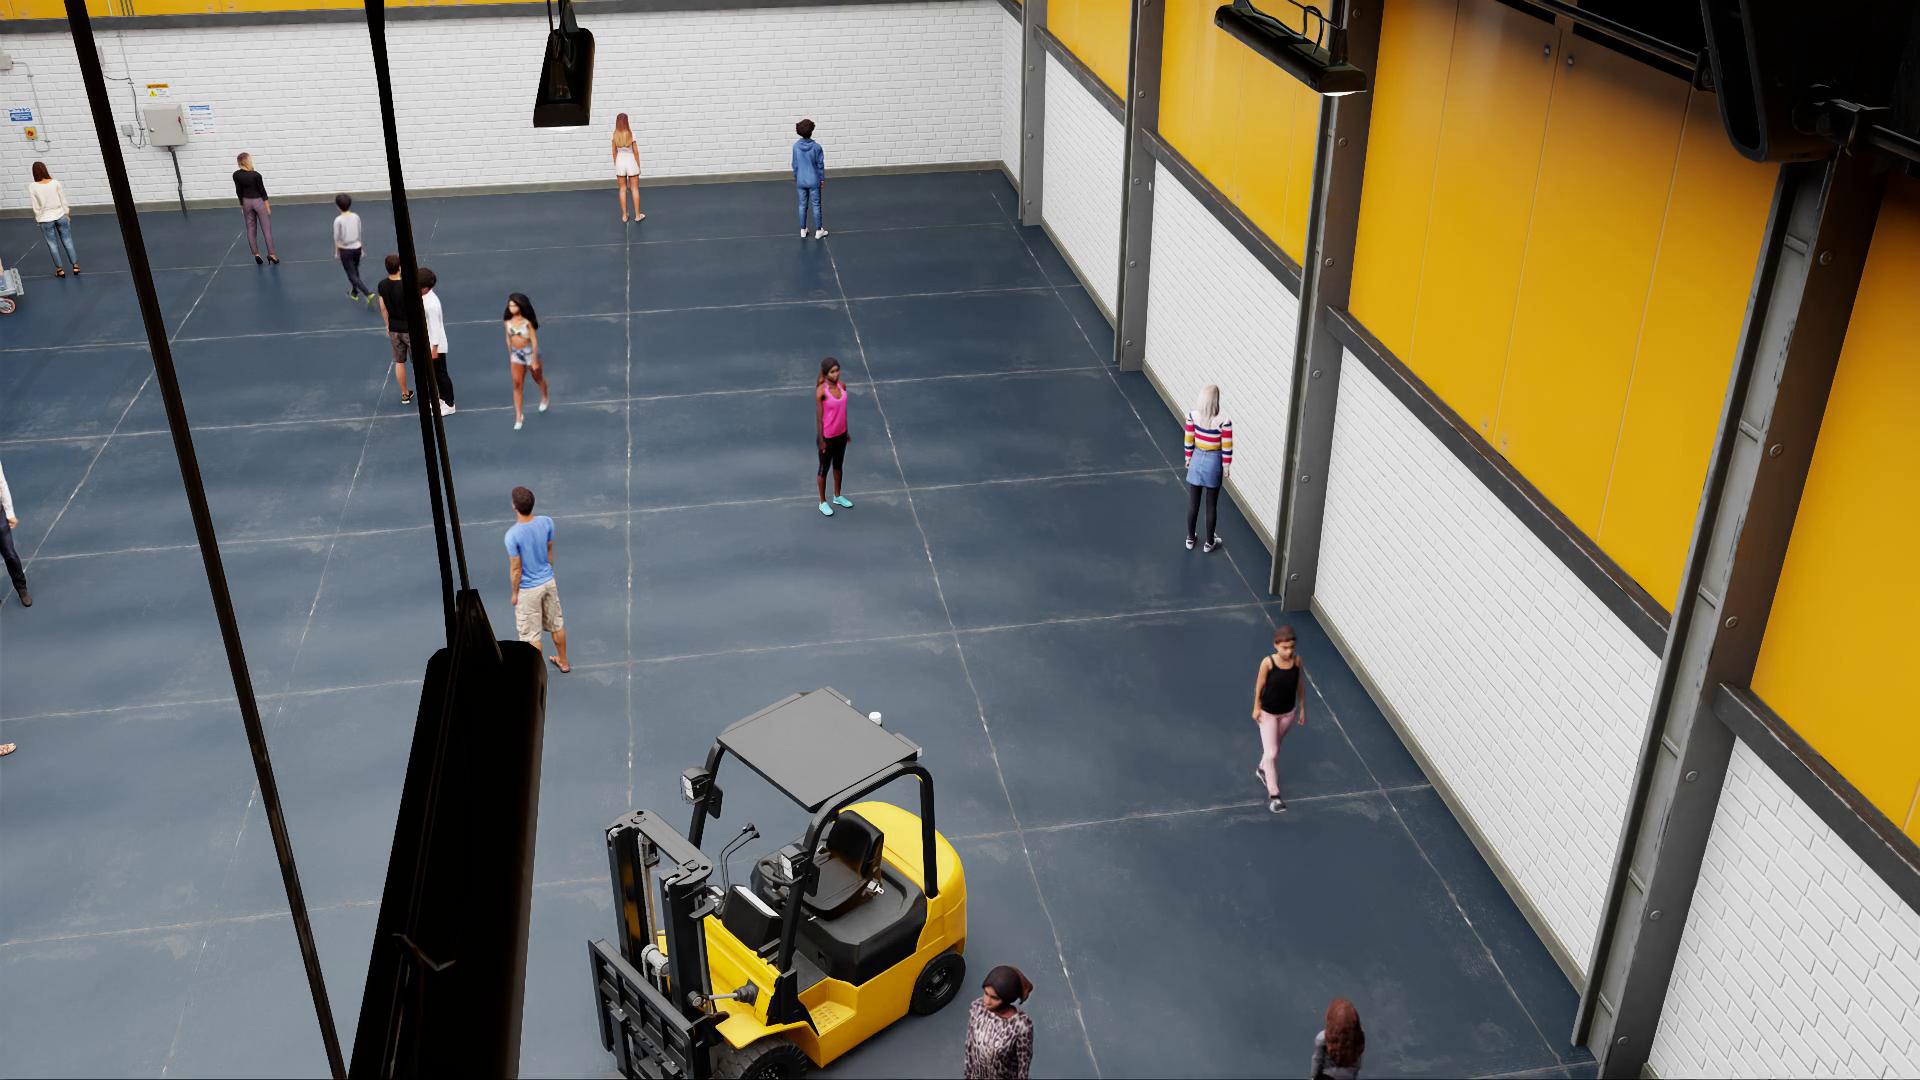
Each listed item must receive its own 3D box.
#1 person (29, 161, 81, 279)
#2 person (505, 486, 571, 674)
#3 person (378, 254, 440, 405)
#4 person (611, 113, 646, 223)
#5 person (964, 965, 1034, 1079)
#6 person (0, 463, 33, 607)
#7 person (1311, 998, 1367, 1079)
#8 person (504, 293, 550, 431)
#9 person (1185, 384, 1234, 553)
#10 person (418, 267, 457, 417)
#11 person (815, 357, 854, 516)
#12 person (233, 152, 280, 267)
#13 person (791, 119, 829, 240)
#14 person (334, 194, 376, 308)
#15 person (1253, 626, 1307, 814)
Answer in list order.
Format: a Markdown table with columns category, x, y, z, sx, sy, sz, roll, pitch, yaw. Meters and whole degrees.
| category | x | y | z | sx | sy | sz | roll | pitch | yaw |
| --- | --- | --- | --- | --- | --- | --- | --- | --- | --- |
| person | -13.017 | -4.608 | 23.867 | 0.699 | 1.682 | 0.689 | -20 | 34 | -32 |
| person | -3.706 | 0.389 | 14.517 | 0.769 | 1.864 | 0.726 | 21 | 35 | 34 |
| person | -6.640 | -2.519 | 19.850 | 0.738 | 1.862 | 0.697 | 4 | 29 | 7 |
| person | -5.251 | -5.871 | 26.168 | 0.615 | 1.695 | 0.609 | 1 | 29 | 2 |
| person | 0.225 | 3.147 | 9.617 | 0.680 | 1.714 | 0.741 | 19 | 34 | 31 |
| person | -9.157 | -0.214 | 15.614 | 0.719 | 1.871 | 0.665 | -16 | 32 | -26 |
| person | 2.304 | 3.241 | 10.091 | 0.511 | 1.094 | 0.671 | -3 | 29 | -5 |
| person | -5.030 | -2.137 | 19.438 | 0.825 | 1.585 | 1.081 | 6 | 29 | 12 |
| person | 2.462 | -0.734 | 16.632 | 0.722 | 1.809 | 0.742 | 14 | 32 | 24 |
| person | -6.199 | -2.348 | 19.589 | 0.752 | 1.810 | 0.597 | -14 | 32 | -24 |
| person | -1.344 | -1.115 | 17.422 | 0.655 | 1.722 | 0.687 | -22 | 35 | -34 |
| person | -10.303 | -4.835 | 24.294 | 0.635 | 1.671 | 0.587 | 1 | 29 | 2 |
| person | -2.308 | -5.522 | 25.408 | 0.758 | 1.811 | 0.740 | 8 | 30 | 14 |
| person | -8.338 | -3.959 | 22.834 | 1.006 | 1.532 | 0.971 | 17 | 33 | 29 |
| person | 2.478 | 1.323 | 13.143 | 0.582 | 1.540 | 0.942 | -7 | 29 | -13 |
